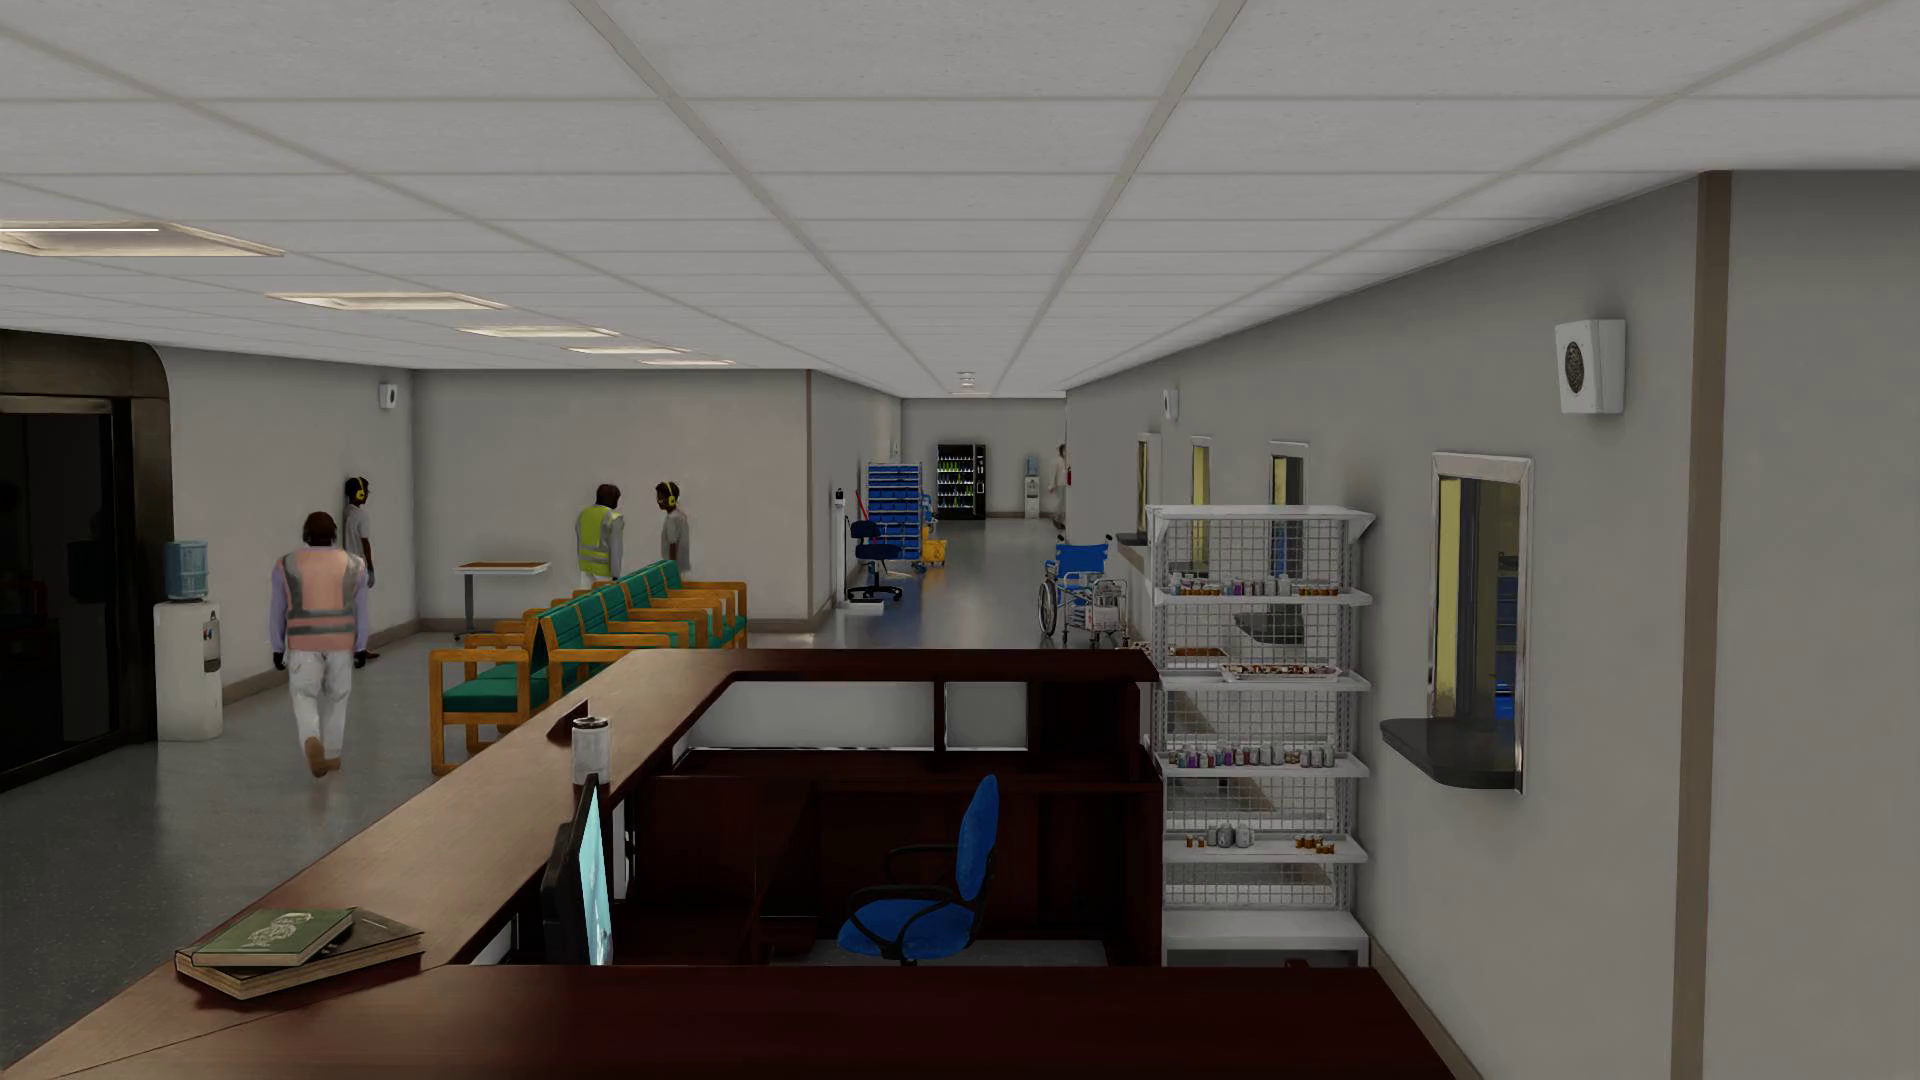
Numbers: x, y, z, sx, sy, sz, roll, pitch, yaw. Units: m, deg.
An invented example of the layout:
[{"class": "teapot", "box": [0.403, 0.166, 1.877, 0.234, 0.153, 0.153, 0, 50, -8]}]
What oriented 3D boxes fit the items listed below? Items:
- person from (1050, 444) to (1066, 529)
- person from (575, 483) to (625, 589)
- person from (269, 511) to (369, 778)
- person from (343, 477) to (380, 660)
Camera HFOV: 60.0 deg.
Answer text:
[{"class": "person", "box": [2.303, -1.190, 37.160, 0.657, 1.925, 0.438, -4, 6, -44]}, {"class": "person", "box": [-3.737, 0.315, 17.104, 0.638, 1.794, 0.922, 2, 5, 29]}, {"class": "person", "box": [-4.334, 0.711, 11.274, 0.631, 1.820, 0.763, -2, 4, -24]}, {"class": "person", "box": [-6.146, 0.291, 16.870, 0.528, 1.861, 0.319, 2, 5, 31]}]
